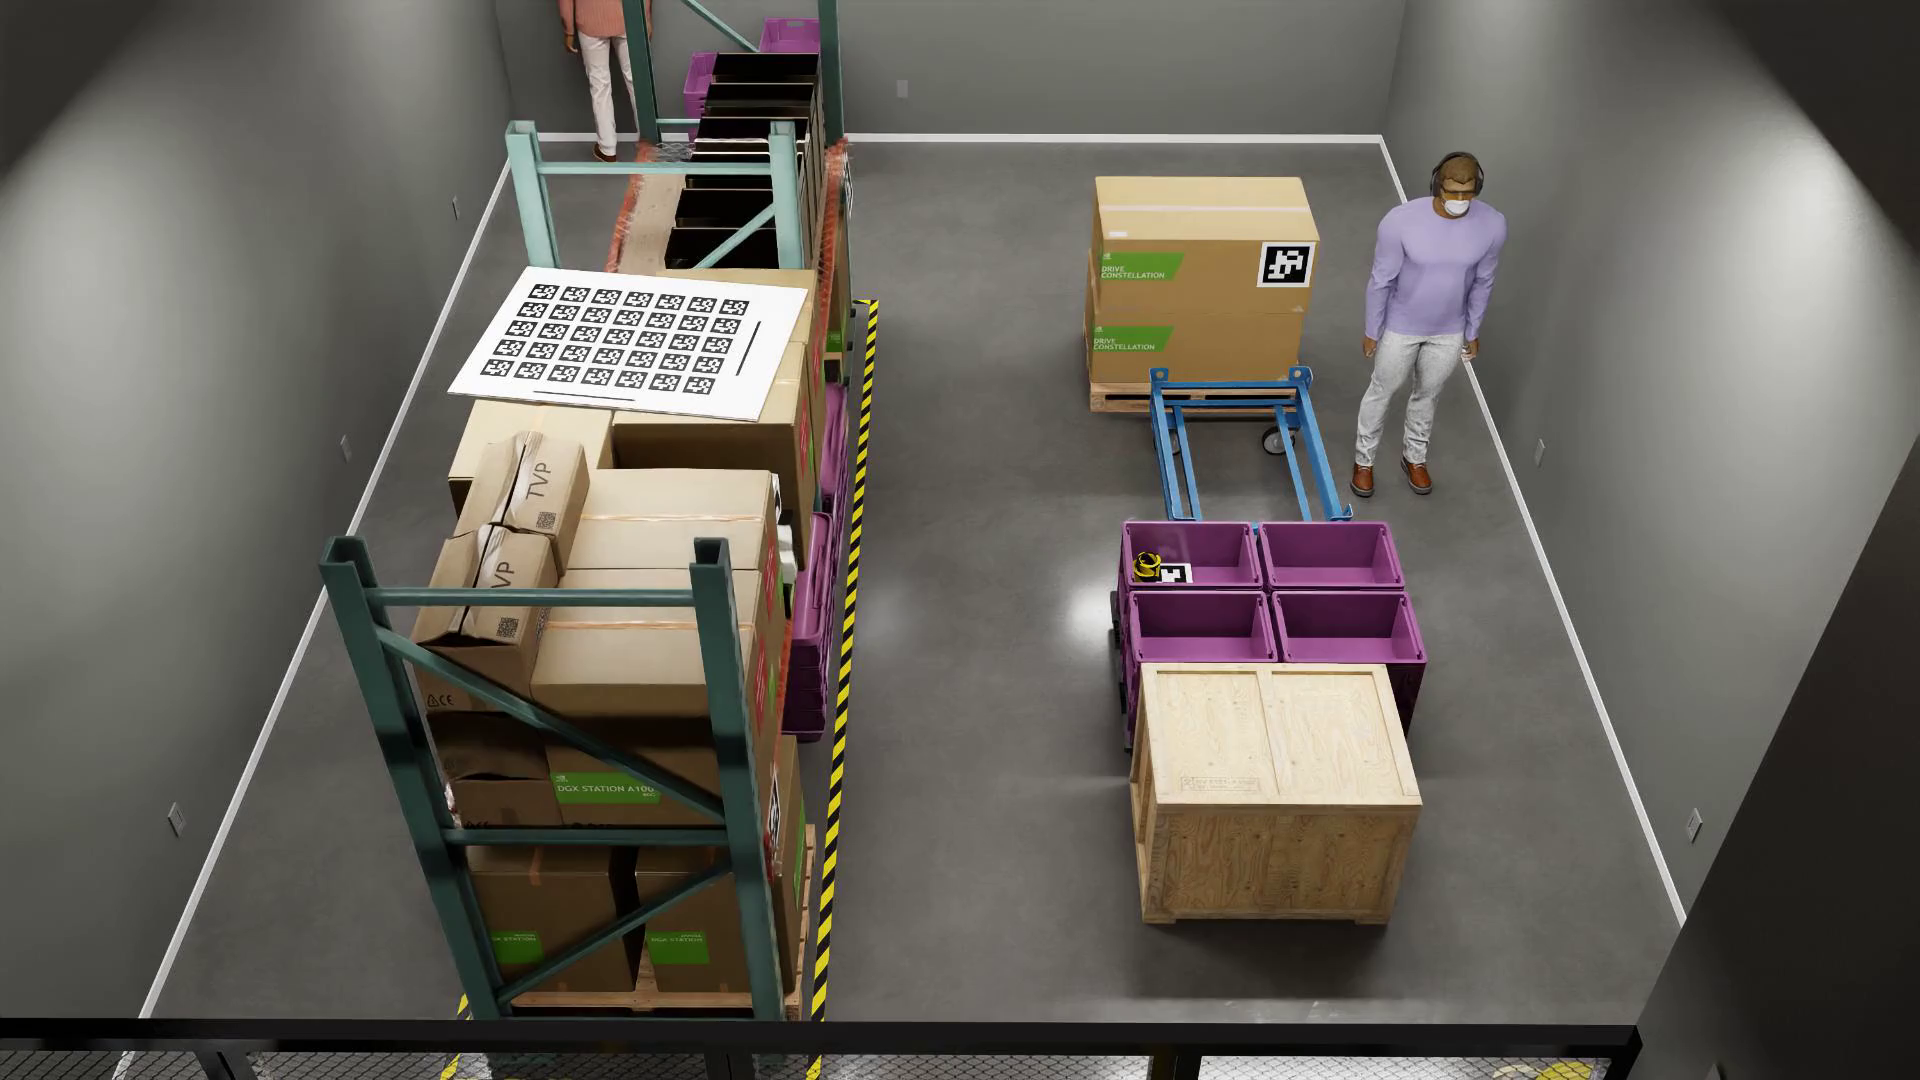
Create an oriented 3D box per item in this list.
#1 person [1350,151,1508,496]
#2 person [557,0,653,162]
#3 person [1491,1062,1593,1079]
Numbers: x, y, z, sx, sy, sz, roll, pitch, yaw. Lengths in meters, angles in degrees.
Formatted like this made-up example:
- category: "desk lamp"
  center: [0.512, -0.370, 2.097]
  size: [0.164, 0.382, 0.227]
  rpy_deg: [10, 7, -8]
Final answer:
- category: "person"
  center: [2.322, -1.063, 8.326]
  size: [0.632, 1.940, 0.372]
  rpy_deg: [-2, 41, -2]
- category: "person"
  center: [-2.331, -3.428, 10.981]
  size: [0.622, 1.993, 0.382]
  rpy_deg: [-16, 44, -18]
- category: "person"
  center: [1.602, 2.069, 4.833]
  size: [0.403, 1.833, 0.586]
  rpy_deg: [5, 42, 6]
